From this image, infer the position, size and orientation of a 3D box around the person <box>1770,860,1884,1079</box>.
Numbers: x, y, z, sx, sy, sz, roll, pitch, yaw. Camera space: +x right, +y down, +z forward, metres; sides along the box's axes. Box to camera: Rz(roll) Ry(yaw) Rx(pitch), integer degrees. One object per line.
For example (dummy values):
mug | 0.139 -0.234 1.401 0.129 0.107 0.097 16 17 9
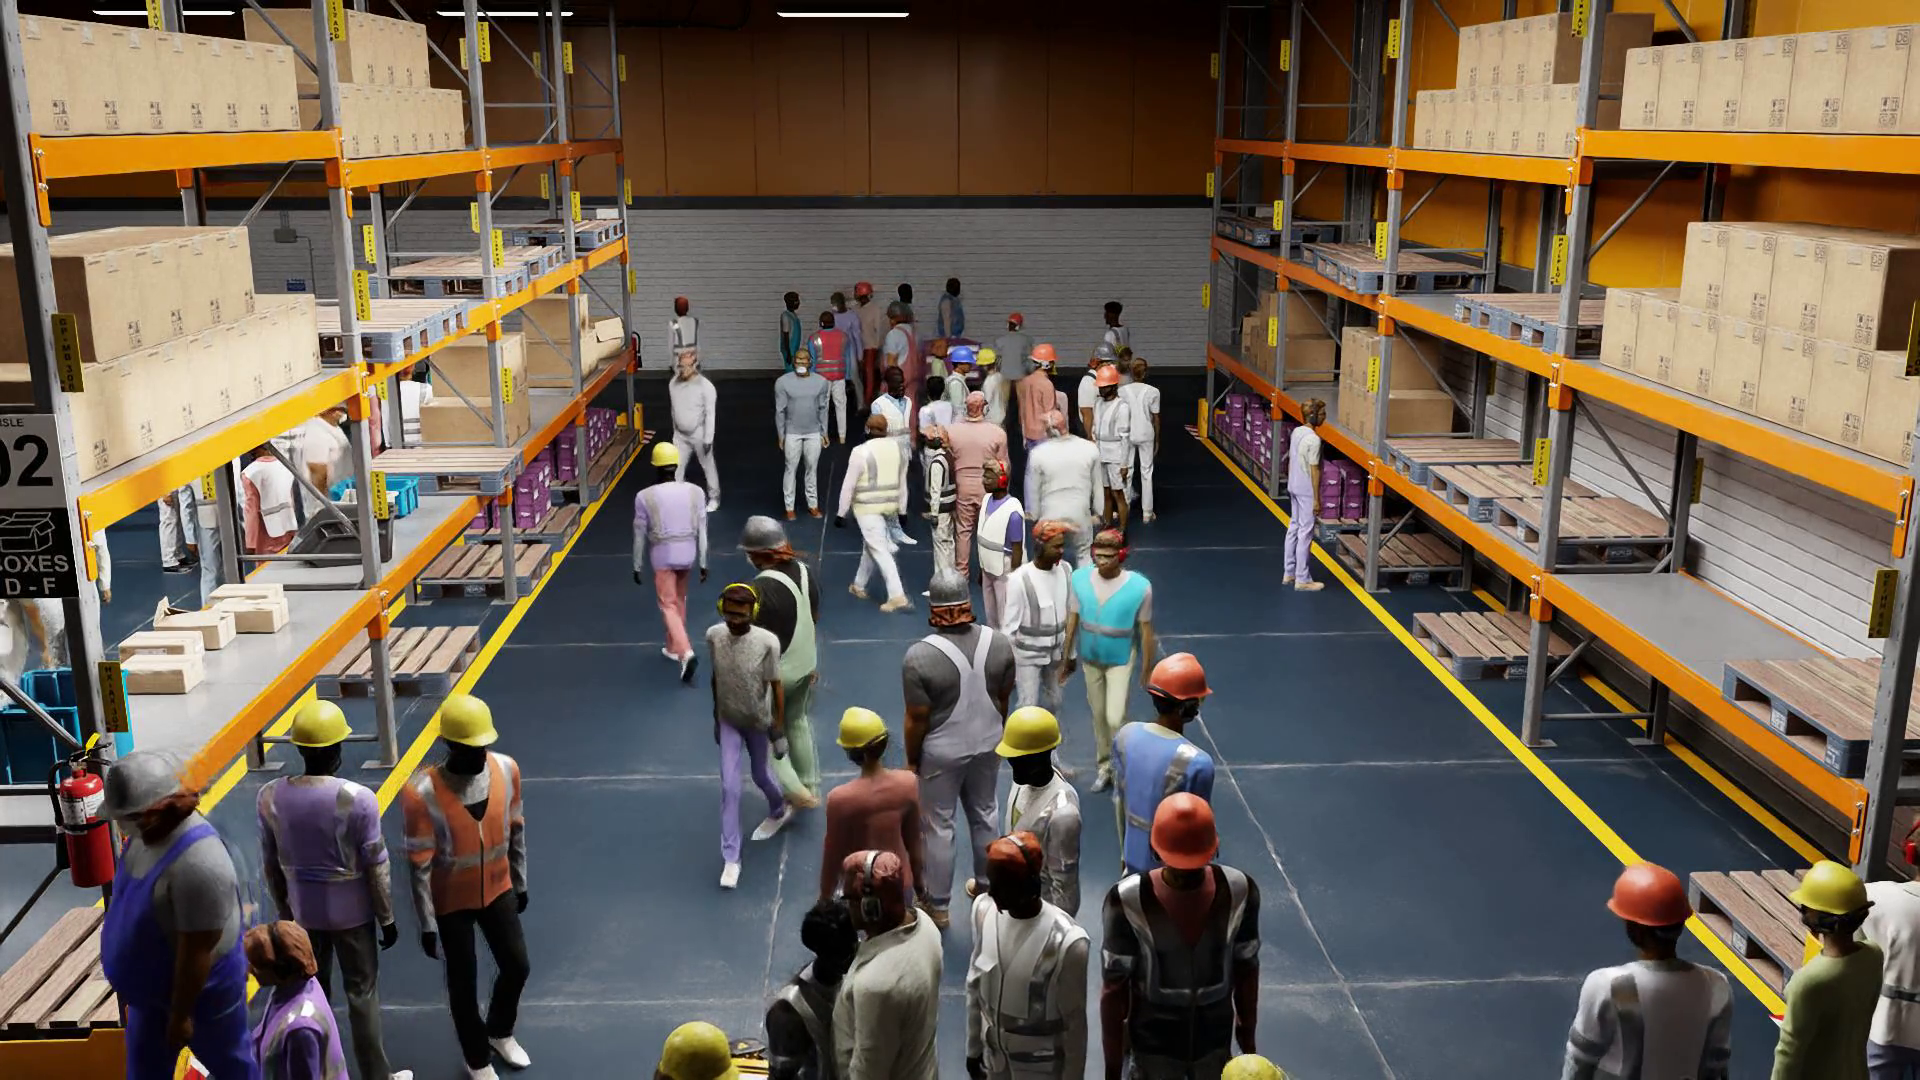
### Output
person | 3.214 2.042 6.263 0.525 1.761 0.340 -9 17 -30

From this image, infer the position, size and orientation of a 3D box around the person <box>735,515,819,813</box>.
person | -1.195 0.800 10.577 0.537 2.000 0.696 7 16 24

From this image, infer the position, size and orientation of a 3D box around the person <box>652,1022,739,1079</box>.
person | -0.815 2.310 5.261 0.321 1.737 0.485 10 18 35

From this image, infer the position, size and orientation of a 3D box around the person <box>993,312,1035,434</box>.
person | 0.753 -2.358 23.609 0.614 1.727 0.409 2 14 6

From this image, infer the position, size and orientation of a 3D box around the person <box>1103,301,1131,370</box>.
person | 2.125 -2.314 22.954 0.368 1.966 0.616 8 16 29

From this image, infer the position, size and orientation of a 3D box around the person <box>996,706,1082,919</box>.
person | 0.343 1.652 7.483 0.393 1.918 0.585 -4 15 -17

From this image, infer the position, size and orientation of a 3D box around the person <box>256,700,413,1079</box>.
person | -2.815 1.646 7.482 0.586 1.928 0.369 2 14 8

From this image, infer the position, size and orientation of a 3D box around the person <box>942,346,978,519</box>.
person | -0.009 -1.210 18.653 0.404 1.946 0.610 -1 14 -2

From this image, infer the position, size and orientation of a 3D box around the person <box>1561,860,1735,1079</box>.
person | 2.396 2.059 5.898 0.562 1.927 0.442 -3 15 -13

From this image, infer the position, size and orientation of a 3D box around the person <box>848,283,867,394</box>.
person | -1.633 -3.251 26.905 0.503 1.819 0.593 1 14 2

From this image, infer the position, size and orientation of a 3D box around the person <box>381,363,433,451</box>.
person | -6.048 -1.098 18.341 0.584 1.882 0.345 -4 15 -16

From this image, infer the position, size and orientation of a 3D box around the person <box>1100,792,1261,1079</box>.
person | 0.840 1.896 6.314 0.614 2.032 0.408 -2 14 -8

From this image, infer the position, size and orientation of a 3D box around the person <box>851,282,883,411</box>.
person | -1.472 -2.962 25.469 0.636 1.975 0.501 8 16 29

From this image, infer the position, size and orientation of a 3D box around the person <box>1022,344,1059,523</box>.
person | 0.907 -1.174 18.417 0.379 1.996 0.608 -7 16 -25

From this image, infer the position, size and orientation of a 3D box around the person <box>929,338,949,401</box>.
person | -0.253 -1.817 21.664 0.284 1.633 0.500 -1 14 -5

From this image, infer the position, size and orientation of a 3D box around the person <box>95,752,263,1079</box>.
person | -3.267 1.774 6.755 0.930 2.000 0.700 -13 19 -41

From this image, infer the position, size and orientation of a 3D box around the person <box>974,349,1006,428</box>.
person | 0.377 -1.433 19.917 0.398 1.740 0.556 4 15 16

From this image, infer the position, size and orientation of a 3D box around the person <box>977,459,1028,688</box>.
person | 0.320 0.268 13.055 0.390 1.846 0.564 -7 16 -25

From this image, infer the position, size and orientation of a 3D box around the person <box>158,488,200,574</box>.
person | -7.779 -0.570 16.401 0.404 1.824 0.586 -4 15 -16

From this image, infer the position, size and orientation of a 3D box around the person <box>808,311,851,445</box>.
person | -1.801 -2.227 22.870 0.622 1.838 0.429 -5 15 -19

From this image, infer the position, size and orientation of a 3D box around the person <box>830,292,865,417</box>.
person | -1.739 -2.762 24.877 0.634 1.884 0.745 8 16 29

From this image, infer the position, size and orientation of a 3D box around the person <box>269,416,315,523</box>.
person | -7.294 -1.035 18.109 0.577 1.880 0.352 -7 16 -27

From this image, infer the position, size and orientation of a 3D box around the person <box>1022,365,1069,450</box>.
person | 0.961 -1.133 18.721 0.529 1.765 0.326 3 15 11

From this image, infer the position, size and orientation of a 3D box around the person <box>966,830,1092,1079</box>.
person | 0.241 1.973 6.299 0.360 1.878 0.590 -13 19 -42

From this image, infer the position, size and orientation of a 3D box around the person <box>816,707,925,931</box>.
person | -0.401 1.636 7.886 0.544 1.744 0.452 -11 18 -36

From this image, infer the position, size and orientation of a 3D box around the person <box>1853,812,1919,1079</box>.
person | 3.707 1.948 6.482 0.562 1.838 0.387 8 16 27

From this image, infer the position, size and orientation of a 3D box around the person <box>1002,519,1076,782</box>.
person | 0.506 0.781 10.980 0.647 1.882 0.365 -12 19 -40

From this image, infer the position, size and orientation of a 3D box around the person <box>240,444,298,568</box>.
person | -5.858 -0.047 14.173 0.402 1.909 0.599 3 15 13

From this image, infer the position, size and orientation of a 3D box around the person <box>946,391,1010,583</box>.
person | 0.173 -0.470 15.822 0.642 1.913 0.409 4 15 15

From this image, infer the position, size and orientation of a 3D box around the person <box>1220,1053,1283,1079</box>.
person | 0.840 2.369 5.045 0.512 1.712 0.495 -10 18 -35

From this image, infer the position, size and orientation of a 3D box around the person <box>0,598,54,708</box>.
person | -6.529 0.748 11.281 0.586 1.800 0.954 0 14 1

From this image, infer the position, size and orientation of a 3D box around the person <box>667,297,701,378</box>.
person | -3.995 -2.624 24.359 0.580 1.868 0.635 -13 19 -40

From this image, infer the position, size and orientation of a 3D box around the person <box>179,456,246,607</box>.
person | -6.430 -0.095 14.371 0.408 1.907 0.598 9 17 31

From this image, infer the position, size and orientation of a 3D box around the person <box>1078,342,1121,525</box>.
person | 1.578 -1.191 18.393 0.535 2.000 0.681 7 16 24

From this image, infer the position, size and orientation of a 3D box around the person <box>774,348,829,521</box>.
person | -1.756 -1.181 18.568 0.627 1.935 0.372 -6 15 -21

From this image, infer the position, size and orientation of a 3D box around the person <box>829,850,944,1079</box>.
person | -0.280 2.023 6.077 0.400 1.896 0.649 3 15 13

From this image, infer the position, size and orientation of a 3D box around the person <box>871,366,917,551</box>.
person | -0.693 -0.862 17.345 0.392 1.920 0.593 9 17 31

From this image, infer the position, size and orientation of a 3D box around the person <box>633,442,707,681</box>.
person | -2.304 0.157 13.414 0.597 1.895 0.885 -8 17 -30

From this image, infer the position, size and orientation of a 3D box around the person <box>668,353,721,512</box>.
person | -3.039 -1.167 18.685 0.653 1.850 1.000 6 16 24

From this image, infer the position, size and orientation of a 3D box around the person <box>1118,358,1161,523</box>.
person | 1.971 -1.099 18.422 0.507 1.846 0.346 4 15 14

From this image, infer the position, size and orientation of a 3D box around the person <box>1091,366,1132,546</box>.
person | 1.546 -0.862 17.354 0.412 1.924 0.554 -8 17 -30

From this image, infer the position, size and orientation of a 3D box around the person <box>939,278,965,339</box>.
person | -0.129 -3.428 27.599 0.430 1.852 0.630 4 15 14

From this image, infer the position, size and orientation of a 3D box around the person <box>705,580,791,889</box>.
person | -1.253 1.079 9.954 0.527 1.816 0.933 4 15 15

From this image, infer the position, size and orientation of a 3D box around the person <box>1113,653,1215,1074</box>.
person | 0.977 1.513 7.803 0.416 2.035 0.609 -10 17 -35

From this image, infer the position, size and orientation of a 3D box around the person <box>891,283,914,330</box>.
person | -0.880 -3.018 25.809 0.380 1.918 0.596 -7 16 -26

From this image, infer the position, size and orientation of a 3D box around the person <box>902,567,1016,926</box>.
person | -0.060 1.131 9.278 0.676 2.000 0.536 -8 17 -30

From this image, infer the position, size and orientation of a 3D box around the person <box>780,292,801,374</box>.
person | -2.554 -2.855 25.318 0.339 1.845 0.514 2 14 7

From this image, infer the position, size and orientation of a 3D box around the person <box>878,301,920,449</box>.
person | -0.881 -2.249 22.549 0.749 2.000 0.698 9 17 33

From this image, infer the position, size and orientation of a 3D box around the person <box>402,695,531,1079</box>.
person | -2.235 1.618 7.619 0.615 1.912 0.409 -13 19 -40

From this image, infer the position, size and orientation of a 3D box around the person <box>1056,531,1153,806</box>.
person | 0.940 0.830 10.899 0.569 1.823 0.604 8 16 29

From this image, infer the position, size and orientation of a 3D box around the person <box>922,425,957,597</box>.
person | -0.184 -0.279 15.633 0.313 1.634 0.514 3 15 10

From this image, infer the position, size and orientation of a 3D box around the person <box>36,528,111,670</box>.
person | -6.766 0.348 12.589 0.635 1.932 0.362 -7 16 -27

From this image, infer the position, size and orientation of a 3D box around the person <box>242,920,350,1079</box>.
person | -2.398 2.147 6.110 0.320 1.631 0.523 -7 16 -25

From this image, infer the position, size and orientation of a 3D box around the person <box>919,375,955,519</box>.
person | -0.196 -0.976 18.313 0.537 1.667 0.700 -13 20 -42

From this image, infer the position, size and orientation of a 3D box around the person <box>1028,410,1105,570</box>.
person | 0.975 -0.239 15.005 0.720 1.880 0.477 -1 14 -4

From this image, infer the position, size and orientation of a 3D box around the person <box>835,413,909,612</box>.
person | -0.751 -0.257 15.277 0.951 1.795 0.686 14 20 43

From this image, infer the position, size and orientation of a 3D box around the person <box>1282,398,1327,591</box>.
person | 3.293 -0.434 15.823 0.332 1.842 0.518 -4 15 -14

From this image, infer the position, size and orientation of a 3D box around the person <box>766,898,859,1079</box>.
person | -0.499 2.097 6.211 0.432 1.678 0.536 8 17 30
